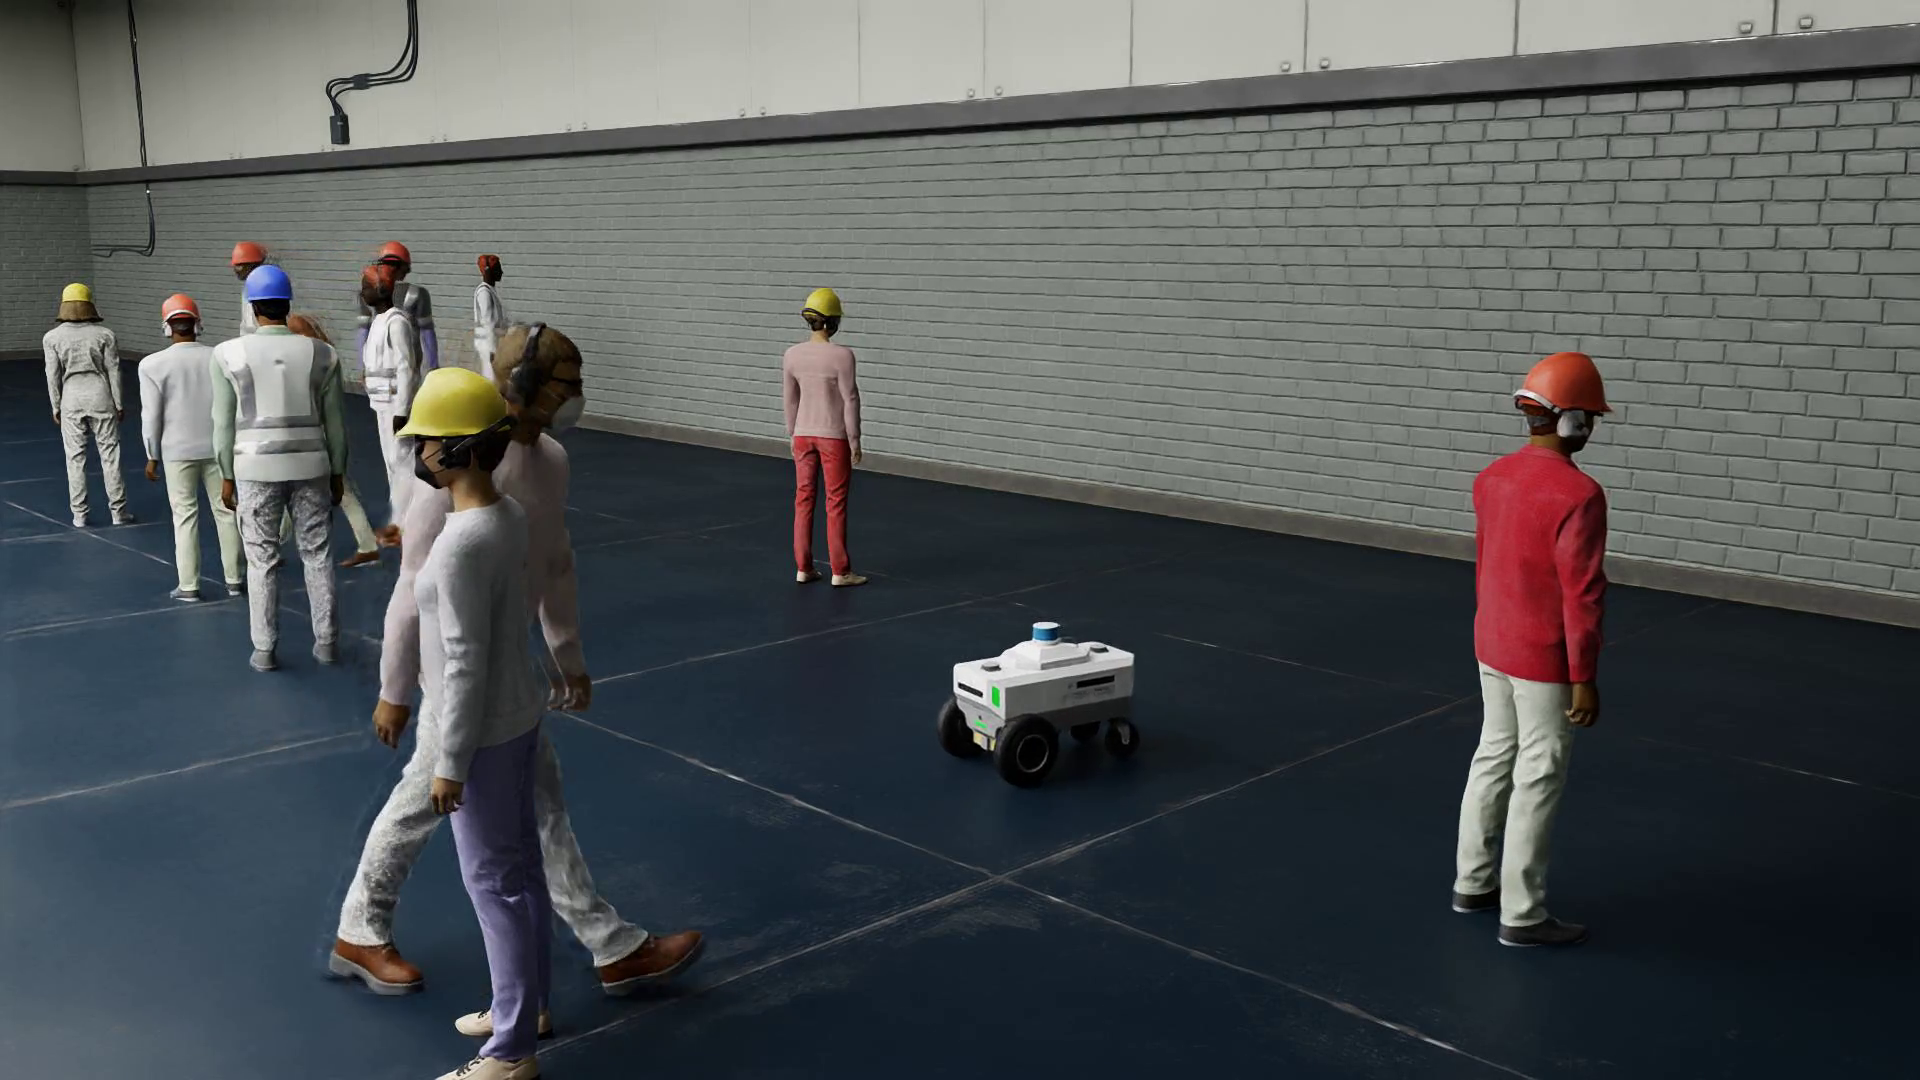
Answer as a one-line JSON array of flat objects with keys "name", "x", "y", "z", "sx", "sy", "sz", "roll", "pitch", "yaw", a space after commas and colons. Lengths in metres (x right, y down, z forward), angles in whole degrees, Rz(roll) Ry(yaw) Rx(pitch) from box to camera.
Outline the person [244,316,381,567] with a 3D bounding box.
[{"name": "person", "x": -4.066, "y": -0.583, "z": 10.264, "sx": 0.912, "sy": 1.577, "sz": 0.504, "roll": -3, "pitch": 11, "yaw": -17}]

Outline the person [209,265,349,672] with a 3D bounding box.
[{"name": "person", "x": -3.252, "y": -0.339, "z": 7.993, "sx": 0.601, "sy": 1.940, "sz": 0.423, "roll": -7, "pitch": 12, "yaw": -33}]

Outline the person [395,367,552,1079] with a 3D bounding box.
[{"name": "person", "x": -1.175, "y": 0.466, "z": 4.053, "sx": 0.308, "sy": 1.769, "sz": 0.524, "roll": -1, "pitch": 10, "yaw": -4}]

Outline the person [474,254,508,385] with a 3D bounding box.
[{"name": "person", "x": -4.733, "y": -1.940, "z": 16.855, "sx": 0.356, "sy": 1.882, "sz": 0.574, "roll": -3, "pitch": 11, "yaw": -15}]

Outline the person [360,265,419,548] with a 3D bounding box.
[{"name": "person", "x": -3.803, "y": -0.893, "z": 11.139, "sx": 0.337, "sy": 1.881, "sz": 0.584, "roll": -6, "pitch": 12, "yaw": -31}]

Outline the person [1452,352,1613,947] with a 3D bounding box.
[{"name": "person", "x": 1.720, "y": 0.320, "z": 4.922, "sx": 0.353, "sy": 1.742, "sz": 0.566, "roll": -2, "pitch": 11, "yaw": -12}]

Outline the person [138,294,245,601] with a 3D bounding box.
[{"name": "person", "x": -4.380, "y": -0.524, "z": 9.512, "sx": 0.562, "sy": 1.742, "sz": 0.338, "roll": -9, "pitch": 14, "yaw": -40}]

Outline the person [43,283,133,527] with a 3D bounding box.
[{"name": "person", "x": -6.253, "y": -0.963, "z": 11.929, "sx": 0.484, "sy": 1.736, "sz": 0.305, "roll": -4, "pitch": 11, "yaw": -20}]

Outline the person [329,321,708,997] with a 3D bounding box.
[{"name": "person", "x": -1.264, "y": 0.344, "z": 4.497, "sx": 1.106, "sy": 1.850, "sz": 0.632, "roll": 1, "pitch": 10, "yaw": 4}]

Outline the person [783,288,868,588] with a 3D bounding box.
[{"name": "person", "x": -0.803, "y": -0.597, "z": 9.851, "sx": 0.523, "sy": 1.769, "sz": 0.313, "roll": 6, "pitch": 12, "yaw": 30}]

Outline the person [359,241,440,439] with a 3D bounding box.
[{"name": "person", "x": -4.779, "y": -1.536, "z": 14.261, "sx": 0.615, "sy": 2.019, "sz": 0.552, "roll": 1, "pitch": 10, "yaw": 6}]

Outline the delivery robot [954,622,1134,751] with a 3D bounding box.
[{"name": "delivery robot", "x": 0.338, "y": 0.567, "z": 6.543, "sx": 0.707, "sy": 0.478, "sz": 0.477, "roll": -6, "pitch": 12, "yaw": -32}]
